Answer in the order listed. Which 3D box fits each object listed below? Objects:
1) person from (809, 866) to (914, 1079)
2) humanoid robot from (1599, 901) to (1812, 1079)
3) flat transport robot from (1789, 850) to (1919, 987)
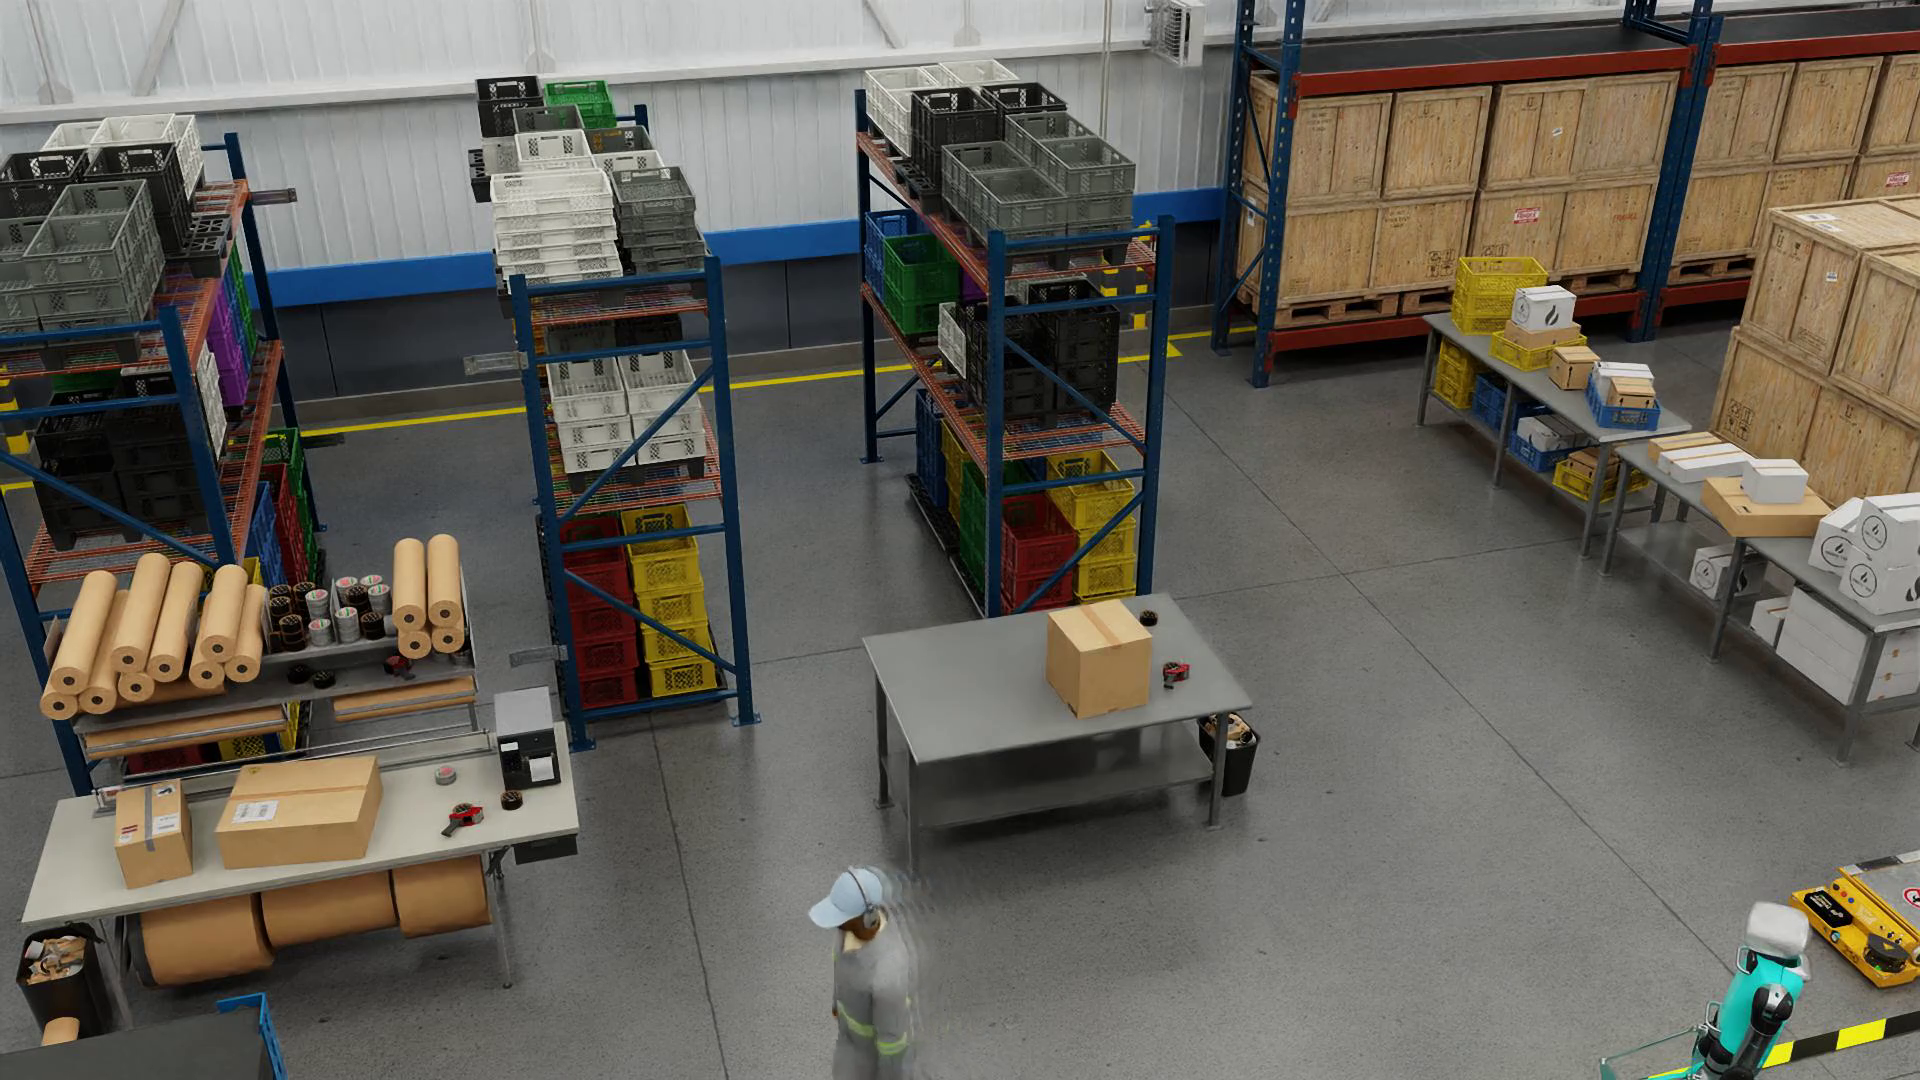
[{"bbox_3d":[-0.326,2.029,6.846,0.608,1.827,0.596,-7,30,-13],"label":"person"},{"bbox_3d":[2.859,2.099,6.677,0.735,1.677,0.533,13,31,22],"label":"humanoid robot"},{"bbox_3d":[5.163,1.916,8.676,1.431,0.231,0.659,-8,30,-14],"label":"flat transport robot"}]
